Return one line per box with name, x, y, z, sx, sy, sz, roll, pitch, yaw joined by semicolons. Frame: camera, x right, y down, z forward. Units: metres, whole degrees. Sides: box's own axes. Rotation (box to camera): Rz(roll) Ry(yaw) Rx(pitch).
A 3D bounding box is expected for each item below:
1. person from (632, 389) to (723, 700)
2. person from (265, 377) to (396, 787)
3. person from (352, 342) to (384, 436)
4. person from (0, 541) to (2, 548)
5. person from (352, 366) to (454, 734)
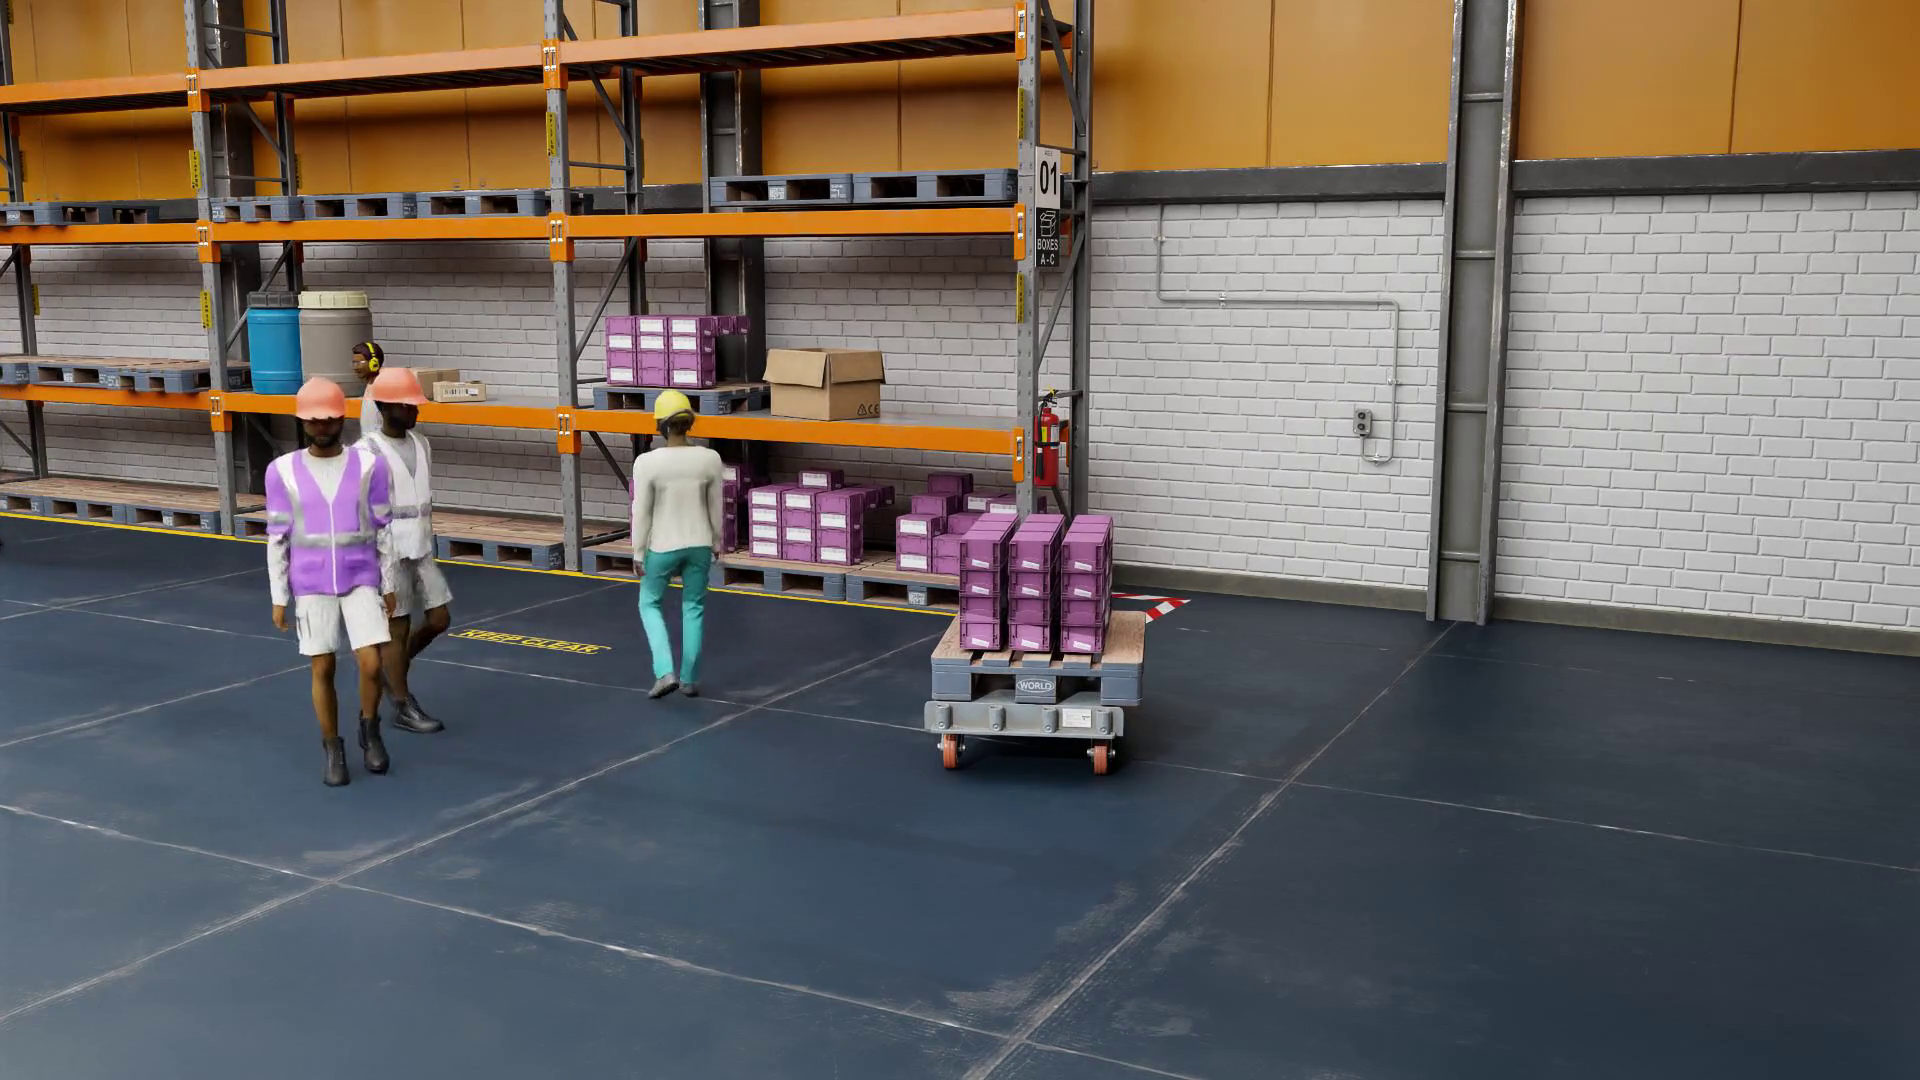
person;-1.577;0.036;9.290;0.545;1.762;0.416;-5;10;-27
person;-2.917;0.207;7.744;0.559;1.924;0.435;-4;10;-21
person;-4.522;-0.604;12.941;0.322;1.861;0.516;-6;11;-32
person;-8.218;-0.744;13.620;0.391;1.923;0.541;4;10;23
person;-2.921;0.058;8.650;0.451;1.920;0.551;4;10;25
